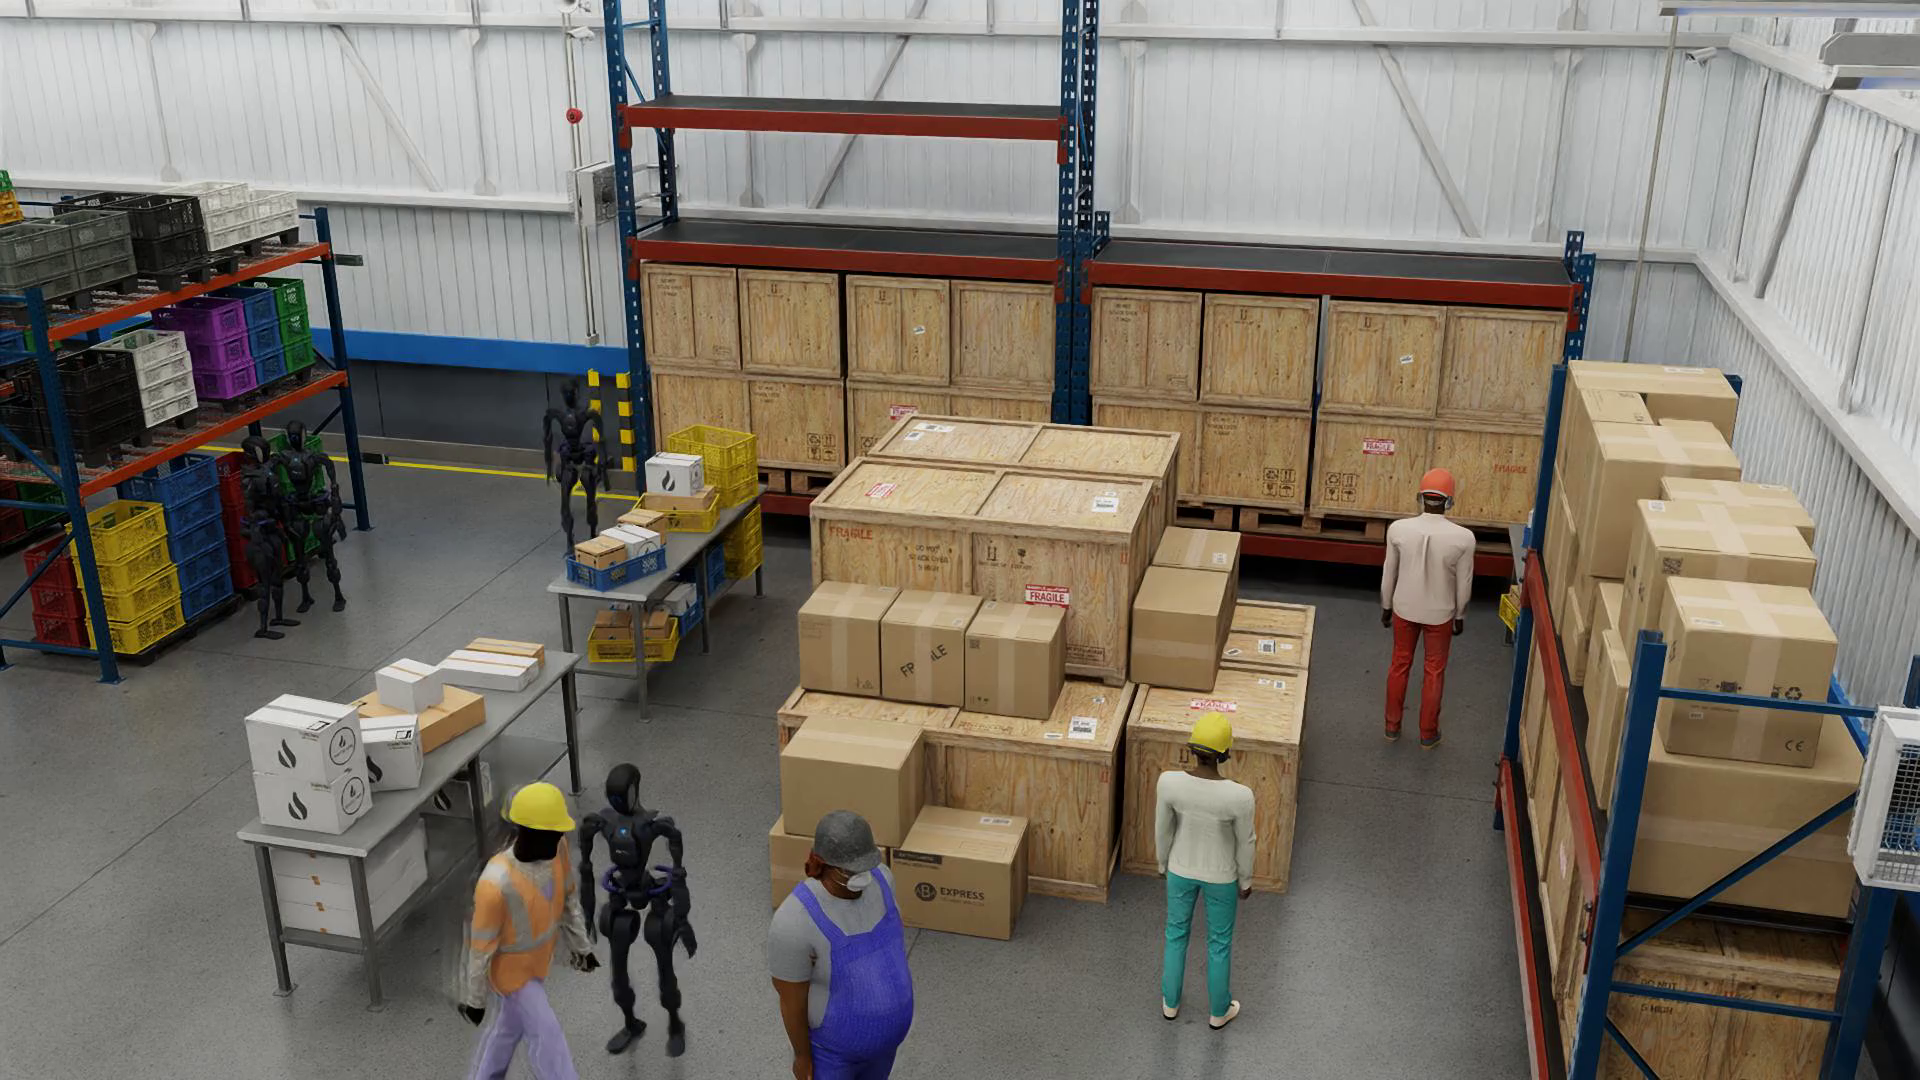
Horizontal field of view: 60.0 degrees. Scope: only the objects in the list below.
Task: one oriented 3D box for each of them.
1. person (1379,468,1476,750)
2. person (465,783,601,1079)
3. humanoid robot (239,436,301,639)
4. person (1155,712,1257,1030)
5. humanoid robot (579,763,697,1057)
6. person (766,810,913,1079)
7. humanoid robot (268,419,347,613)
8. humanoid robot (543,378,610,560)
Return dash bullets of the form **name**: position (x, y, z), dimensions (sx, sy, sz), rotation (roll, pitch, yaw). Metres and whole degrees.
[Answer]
- **person**: position (3.196, 0.470, 11.437), dimensions (0.608, 1.977, 0.430), rotation (12, 24, 28)
- **person**: position (-1.954, 1.957, 7.675), dimensions (0.969, 1.867, 0.592), rotation (6, 22, 15)
- **humanoid robot**: position (-5.479, -0.036, 13.165), dimensions (0.352, 1.651, 0.564), rotation (1, 21, 3)
- **person**: position (1.249, 1.692, 8.520), dimensions (0.521, 1.768, 0.308), rotation (8, 22, 21)
- **humanoid robot**: position (-1.590, 1.846, 8.251), dimensions (0.599, 1.652, 0.365), rotation (2, 21, 5)
- **person**: position (-0.449, 2.069, 7.155), dimensions (0.539, 2.000, 0.682), rotation (17, 26, 37)
- **humanoid robot**: position (-5.326, -0.192, 13.573), dimensions (0.578, 1.651, 0.338), rotation (-2, 21, -4)
- **humanoid robot**: position (-3.392, -0.634, 14.755), dimensions (0.614, 1.637, 0.664), rotation (0, 21, -1)
